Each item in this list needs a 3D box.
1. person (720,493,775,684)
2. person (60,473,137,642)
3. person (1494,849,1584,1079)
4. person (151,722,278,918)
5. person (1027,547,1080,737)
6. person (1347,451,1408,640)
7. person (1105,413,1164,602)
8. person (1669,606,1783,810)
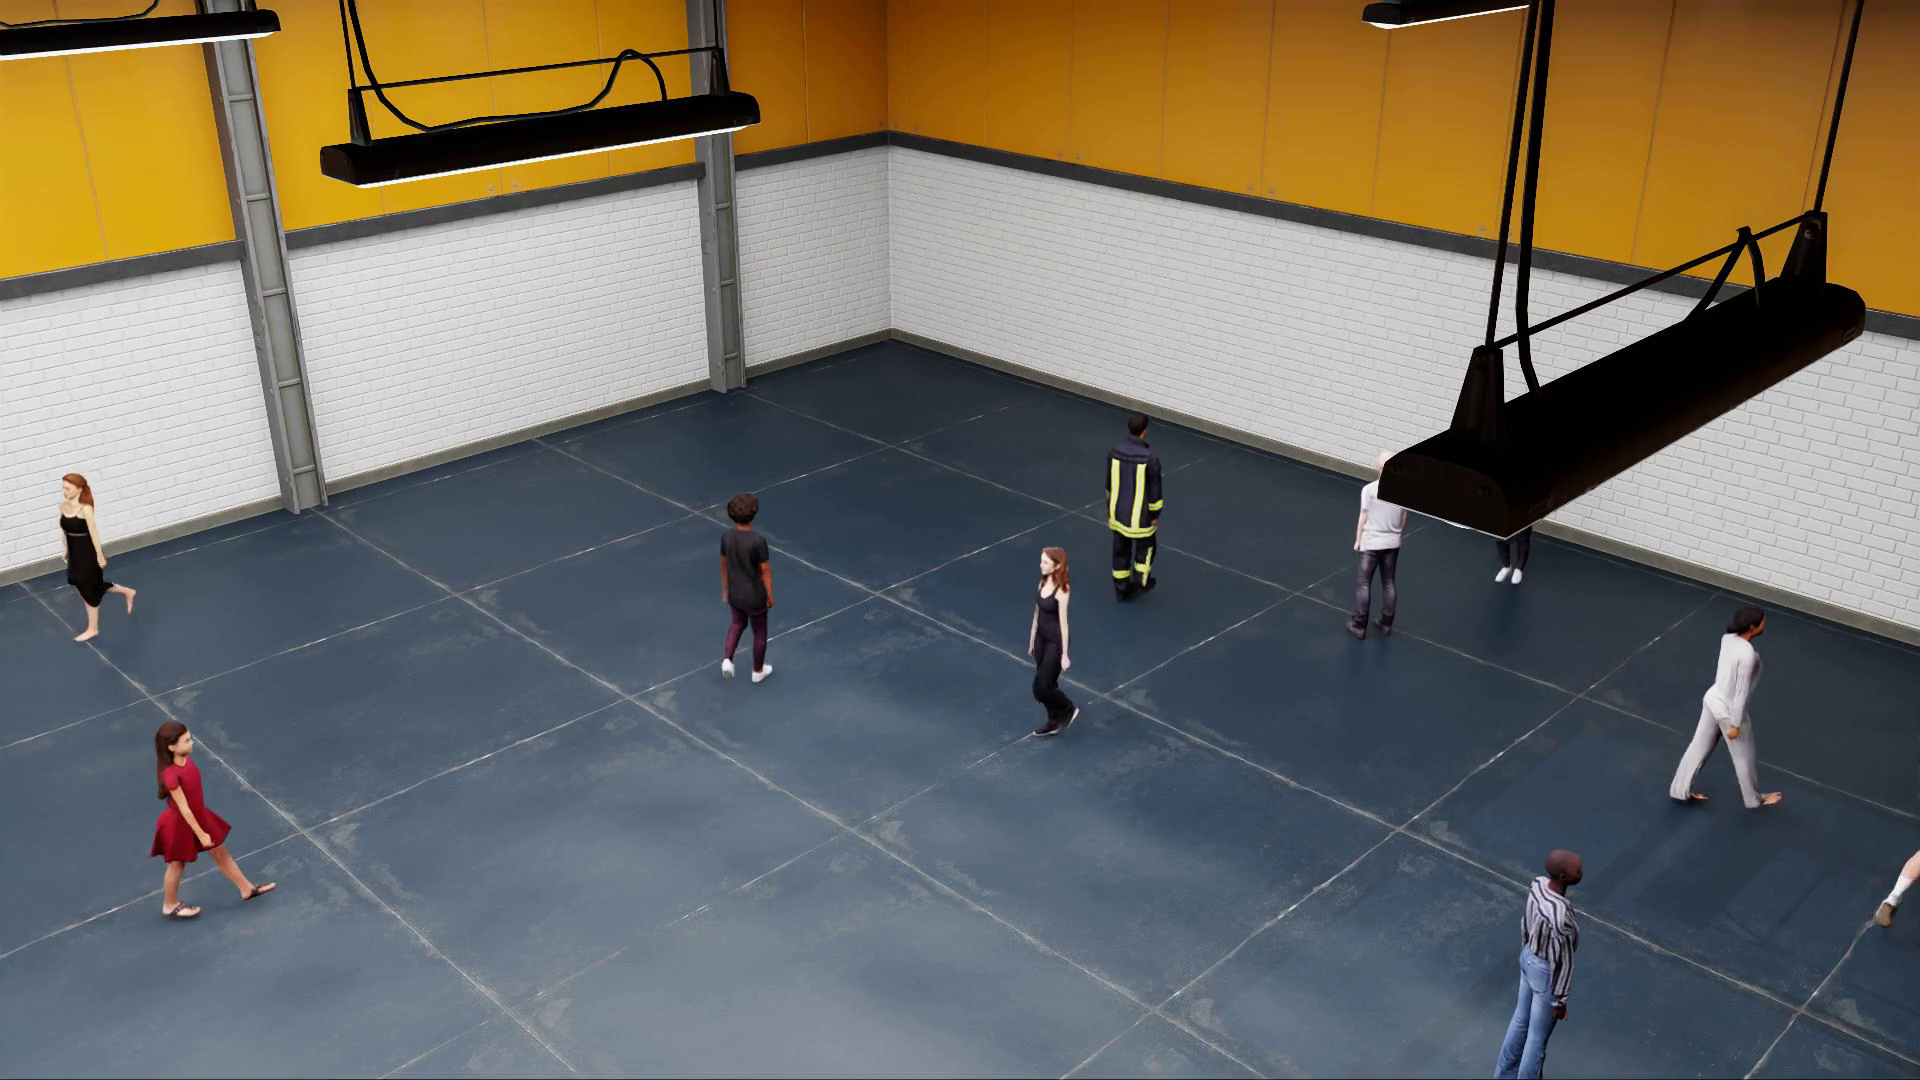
[{"bbox_3d":[-1.909,0.473,14.654,0.777,1.770,0.877,10,25,21],"label":"person"},{"bbox_3d":[-8.173,0.110,15.697,0.725,1.601,1.030,13,27,27],"label":"person"},{"bbox_3d":[3.425,2.586,9.789,0.735,1.796,0.692,-2,24,-4],"label":"person"},{"bbox_3d":[-5.452,1.976,11.533,1.046,1.516,0.938,-2,24,-4],"label":"person"},{"bbox_3d":[0.848,0.847,13.842,0.785,1.735,0.710,-13,27,-27],"label":"person"},{"bbox_3d":[3.929,0.043,15.563,0.681,1.830,0.799,-7,25,-16],"label":"person"},{"bbox_3d":[1.645,-0.288,16.215,0.884,1.915,0.853,14,27,30],"label":"person"},{"bbox_3d":[5.846,1.307,12.834,1.122,1.699,1.063,0,24,0],"label":"person"}]
